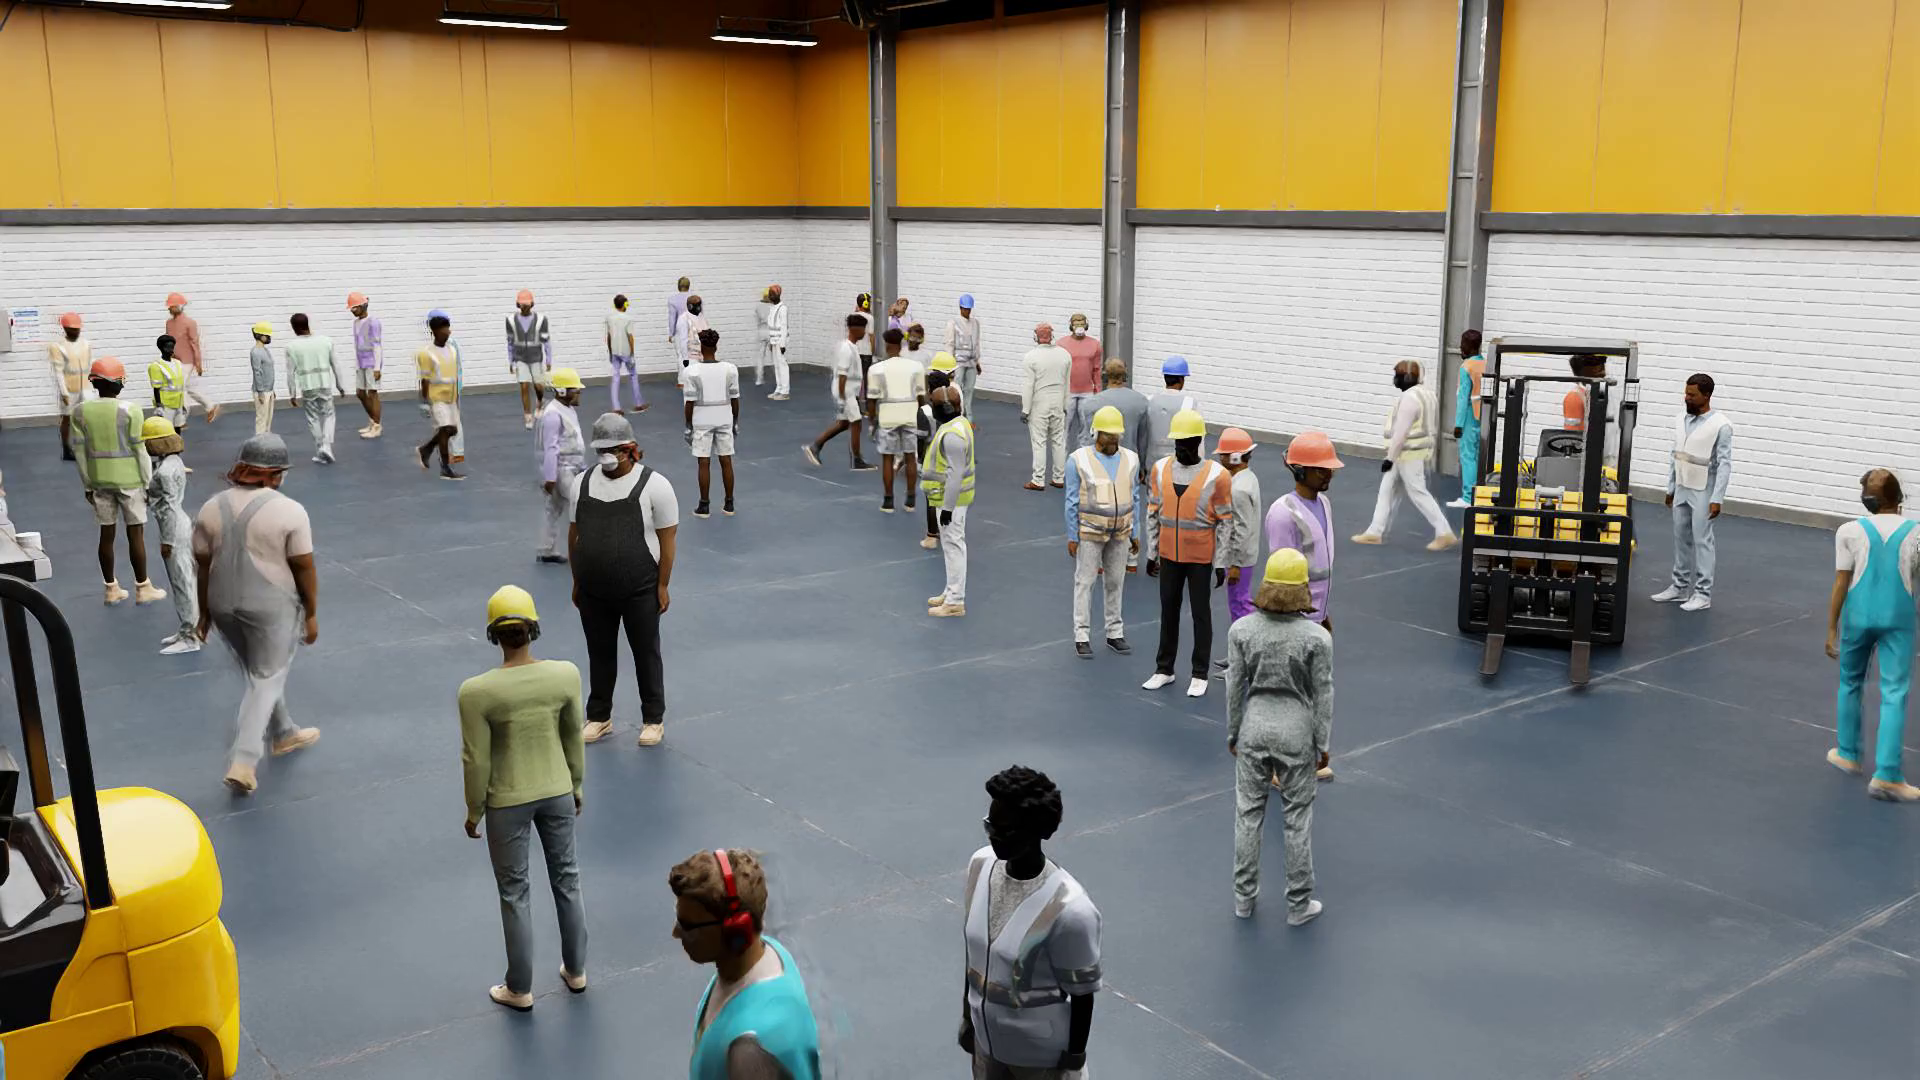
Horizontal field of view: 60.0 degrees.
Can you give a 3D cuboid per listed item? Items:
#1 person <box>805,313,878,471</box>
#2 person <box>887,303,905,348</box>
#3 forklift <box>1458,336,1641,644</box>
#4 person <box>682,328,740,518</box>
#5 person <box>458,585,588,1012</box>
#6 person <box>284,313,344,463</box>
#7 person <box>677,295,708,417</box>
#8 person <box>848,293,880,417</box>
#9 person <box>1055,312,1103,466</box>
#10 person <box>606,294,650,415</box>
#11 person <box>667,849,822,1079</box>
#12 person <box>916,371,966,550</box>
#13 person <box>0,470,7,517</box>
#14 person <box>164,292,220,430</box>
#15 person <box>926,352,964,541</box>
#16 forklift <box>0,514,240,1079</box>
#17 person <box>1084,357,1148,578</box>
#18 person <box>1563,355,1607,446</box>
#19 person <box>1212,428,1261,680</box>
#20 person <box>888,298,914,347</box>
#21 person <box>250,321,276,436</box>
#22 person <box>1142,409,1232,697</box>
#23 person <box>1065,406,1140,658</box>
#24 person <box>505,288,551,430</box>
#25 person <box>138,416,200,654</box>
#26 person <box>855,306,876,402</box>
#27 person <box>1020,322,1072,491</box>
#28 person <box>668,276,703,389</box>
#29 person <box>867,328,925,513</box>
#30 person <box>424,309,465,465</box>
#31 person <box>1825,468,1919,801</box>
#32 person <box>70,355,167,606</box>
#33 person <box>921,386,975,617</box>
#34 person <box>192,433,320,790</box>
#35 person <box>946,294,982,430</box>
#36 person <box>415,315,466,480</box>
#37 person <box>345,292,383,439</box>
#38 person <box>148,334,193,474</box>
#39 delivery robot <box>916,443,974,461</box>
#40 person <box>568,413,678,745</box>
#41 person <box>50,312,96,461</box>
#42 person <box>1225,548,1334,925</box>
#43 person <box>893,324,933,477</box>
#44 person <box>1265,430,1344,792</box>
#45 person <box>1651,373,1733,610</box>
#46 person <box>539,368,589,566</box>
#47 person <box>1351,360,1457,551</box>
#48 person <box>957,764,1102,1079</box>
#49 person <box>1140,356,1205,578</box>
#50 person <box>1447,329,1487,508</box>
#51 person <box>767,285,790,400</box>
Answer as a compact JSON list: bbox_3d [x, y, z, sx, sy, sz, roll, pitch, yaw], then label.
[{"bbox_3d":[-1.455,-1.790,20.154,0.863,1.931,0.624,0,12,2],"label":"person"},{"bbox_3d":[-1.021,-2.931,26.367,0.309,1.640,0.511,-1,12,-3],"label":"person"},{"bbox_3d":[4.683,-0.471,13.136,1.214,2.155,2.313,4,12,20],"label":"forklift"},{"bbox_3d":[-2.578,-1.211,17.265,0.604,1.966,0.367,-6,13,-25],"label":"person"},{"bbox_3d":[-1.789,1.055,6.825,0.526,1.761,0.337,-9,15,-36],"label":"person"},{"bbox_3d":[-7.994,-1.867,20.630,0.681,1.887,0.557,-8,14,-33],"label":"person"},{"bbox_3d":[-3.982,-2.769,25.090,0.429,1.842,0.636,5,13,24],"label":"person"},{"bbox_3d":[-1.459,-2.791,25.147,0.519,1.865,0.331,9,15,36],"label":"person"},{"bbox_3d":[1.409,-1.760,19.982,0.628,1.940,0.373,-2,12,-11],"label":"person"},{"bbox_3d":[-5.096,-2.825,25.393,0.546,1.826,0.888,4,12,19],"label":"person"},{"bbox_3d":[-0.430,1.601,4.083,0.850,1.807,0.555,-3,12,-14],"label":"person"},{"bbox_3d":[-0.180,-0.745,15.686,0.534,1.694,0.321,-6,13,-26],"label":"person"},{"bbox_3d":[-7.025,-0.032,11.691,0.562,1.918,0.707,-2,12,-8],"label":"person"},{"bbox_3d":[-11.095,-2.576,23.869,0.624,1.969,0.897,8,14,33],"label":"person"},{"bbox_3d":[-0.153,-0.907,16.122,0.404,1.833,0.592,0,12,0],"label":"person"},{"bbox_3d":[-3.687,1.115,5.480,2.313,2.155,1.214,-9,15,-36],"label":"forklift"},{"bbox_3d":[1.353,-0.625,14.504,0.633,1.936,0.355,-5,13,-22],"label":"person"},{"bbox_3d":[5.627,-0.747,15.022,0.366,1.967,0.603,9,15,37],"label":"person"},{"bbox_3d":[1.891,0.094,11.482,0.345,1.746,0.573,2,12,11],"label":"person"},{"bbox_3d":[-0.973,-3.216,27.737,0.512,1.642,0.311,-9,14,-36],"label":"person"},{"bbox_3d":[-8.741,-1.870,20.948,0.319,1.763,0.522,-2,12,-7],"label":"person"},{"bbox_3d":[1.508,0.086,11.092,0.586,1.928,0.380,8,14,33],"label":"person"},{"bbox_3d":[1.043,-0.061,12.038,0.589,1.833,0.404,-4,12,-20],"label":"person"},{"bbox_3d":[-6.195,-2.621,23.942,0.618,2.022,0.708,-2,12,-8],"label":"person"},{"bbox_3d":[-5.777,-0.041,12.161,0.302,1.742,0.486,-4,13,-21],"label":"person"},{"bbox_3d":[-1.505,-3.045,27.004,0.343,1.612,0.573,5,13,22],"label":"person"},{"bbox_3d":[0.951,-1.511,18.870,0.642,1.905,0.401,-7,14,-30],"label":"person"},{"bbox_3d":[-4.739,-3.577,28.754,0.635,1.939,0.361,-6,13,-28],"label":"person"},{"bbox_3d":[-0.681,-1.256,17.528,0.633,1.943,0.453,-2,12,-9],"label":"person"},{"bbox_3d":[-6.394,-1.901,20.669,0.422,1.938,0.605,-4,12,-20],"label":"person"},{"bbox_3d":[5.193,0.516,9.356,0.576,1.803,0.706,6,13,28],"label":"person"},{"bbox_3d":[-6.849,-0.478,13.535,0.605,2.045,0.380,1,12,3],"label":"person"},{"bbox_3d":[-0.094,-0.311,13.237,0.429,1.839,0.622,0,12,1],"label":"person"},{"bbox_3d":[-4.042,0.361,9.494,0.724,2.000,1.014,3,12,15],"label":"person"},{"bbox_3d":[0.064,-2.510,23.589,0.608,1.943,0.402,-10,15,-39],"label":"person"},{"bbox_3d":[-6.182,-1.686,19.634,0.726,1.949,0.613,5,13,23],"label":"person"},{"bbox_3d":[-8.185,-2.405,22.912,0.626,2.022,0.436,10,15,39],"label":"person"},{"bbox_3d":[-9.403,-1.601,19.792,0.322,1.699,0.536,2,12,9],"label":"person"},{"bbox_3d":[-0.201,-1.061,19.738,0.707,0.478,0.477,2,12,8],"label":"delivery robot"},{"bbox_3d":[-2.069,0.242,10.067,0.682,2.000,0.537,2,12,10],"label":"person"},{"bbox_3d":[-10.989,-1.891,20.754,1.017,1.876,0.555,7,14,30],"label":"person"},{"bbox_3d":[1.466,0.895,7.638,0.492,1.740,0.325,5,13,24],"label":"person"},{"bbox_3d":[-0.571,-1.646,19.698,0.538,1.833,0.452,2,12,11],"label":"person"},{"bbox_3d":[1.926,0.400,9.301,0.373,2.044,0.606,8,14,33],"label":"person"},{"bbox_3d":[5.956,-0.394,13.441,0.370,1.915,0.597,-3,12,-16],"label":"person"},{"bbox_3d":[-3.447,-0.639,14.884,0.772,1.799,0.614,-1,12,-6],"label":"person"},{"bbox_3d":[4.265,-0.799,15.705,0.959,1.805,0.637,3,12,14],"label":"person"},{"bbox_3d":[0.190,1.478,4.930,0.322,1.697,0.533,-10,15,-39],"label":"person"},{"bbox_3d":[1.847,-0.635,14.535,0.615,1.942,0.407,6,13,28],"label":"person"},{"bbox_3d":[5.492,-1.294,17.818,0.389,1.910,0.584,9,15,37],"label":"person"},{"bbox_3d":[-2.973,-3.238,27.270,0.344,1.879,0.577,-5,13,-22],"label":"person"}]
